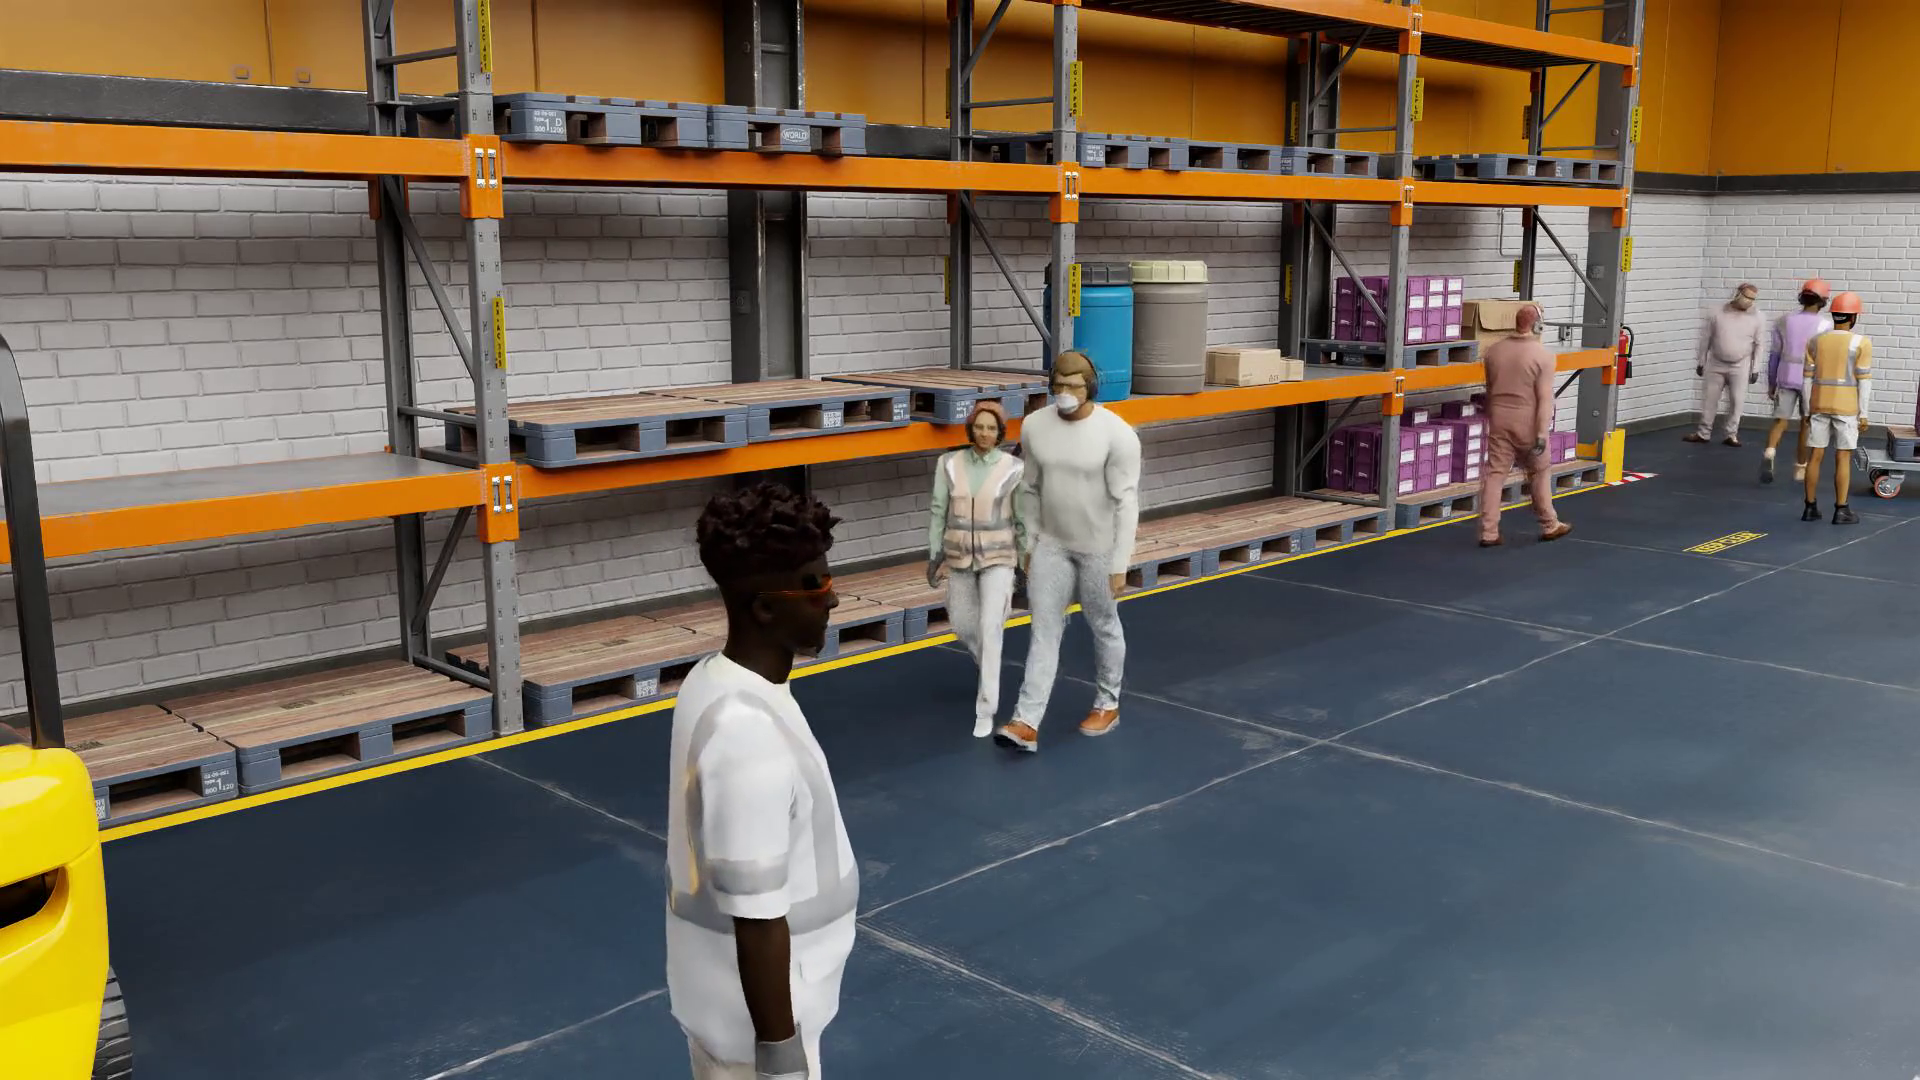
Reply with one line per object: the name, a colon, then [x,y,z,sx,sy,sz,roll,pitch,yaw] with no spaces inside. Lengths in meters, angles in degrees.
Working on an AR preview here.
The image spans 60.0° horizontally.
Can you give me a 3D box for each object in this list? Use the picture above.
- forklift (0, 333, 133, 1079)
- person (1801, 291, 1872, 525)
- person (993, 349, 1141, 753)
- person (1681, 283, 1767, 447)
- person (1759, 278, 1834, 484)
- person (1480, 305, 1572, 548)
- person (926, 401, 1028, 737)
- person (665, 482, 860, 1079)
forklift: [-3.289,0.485,4.582,1.214,2.155,2.313,-10,14,-44]
person: [7.328,-1.099,13.912,0.366,1.939,0.542,-8,13,-38]
person: [0.506,0.063,7.718,0.640,1.880,1.000,6,12,31]
person: [8.756,-2.000,19.030,0.792,1.870,0.460,7,12,33]
person: [8.063,-1.515,16.011,0.619,2.006,0.904,9,14,41]
person: [4.402,-0.885,12.940,0.943,1.863,0.662,-8,13,-39]
person: [0.124,0.104,8.258,0.515,1.617,0.729,4,11,19]
person: [-0.364,0.858,3.179,0.384,1.964,0.607,-3,11,-15]
